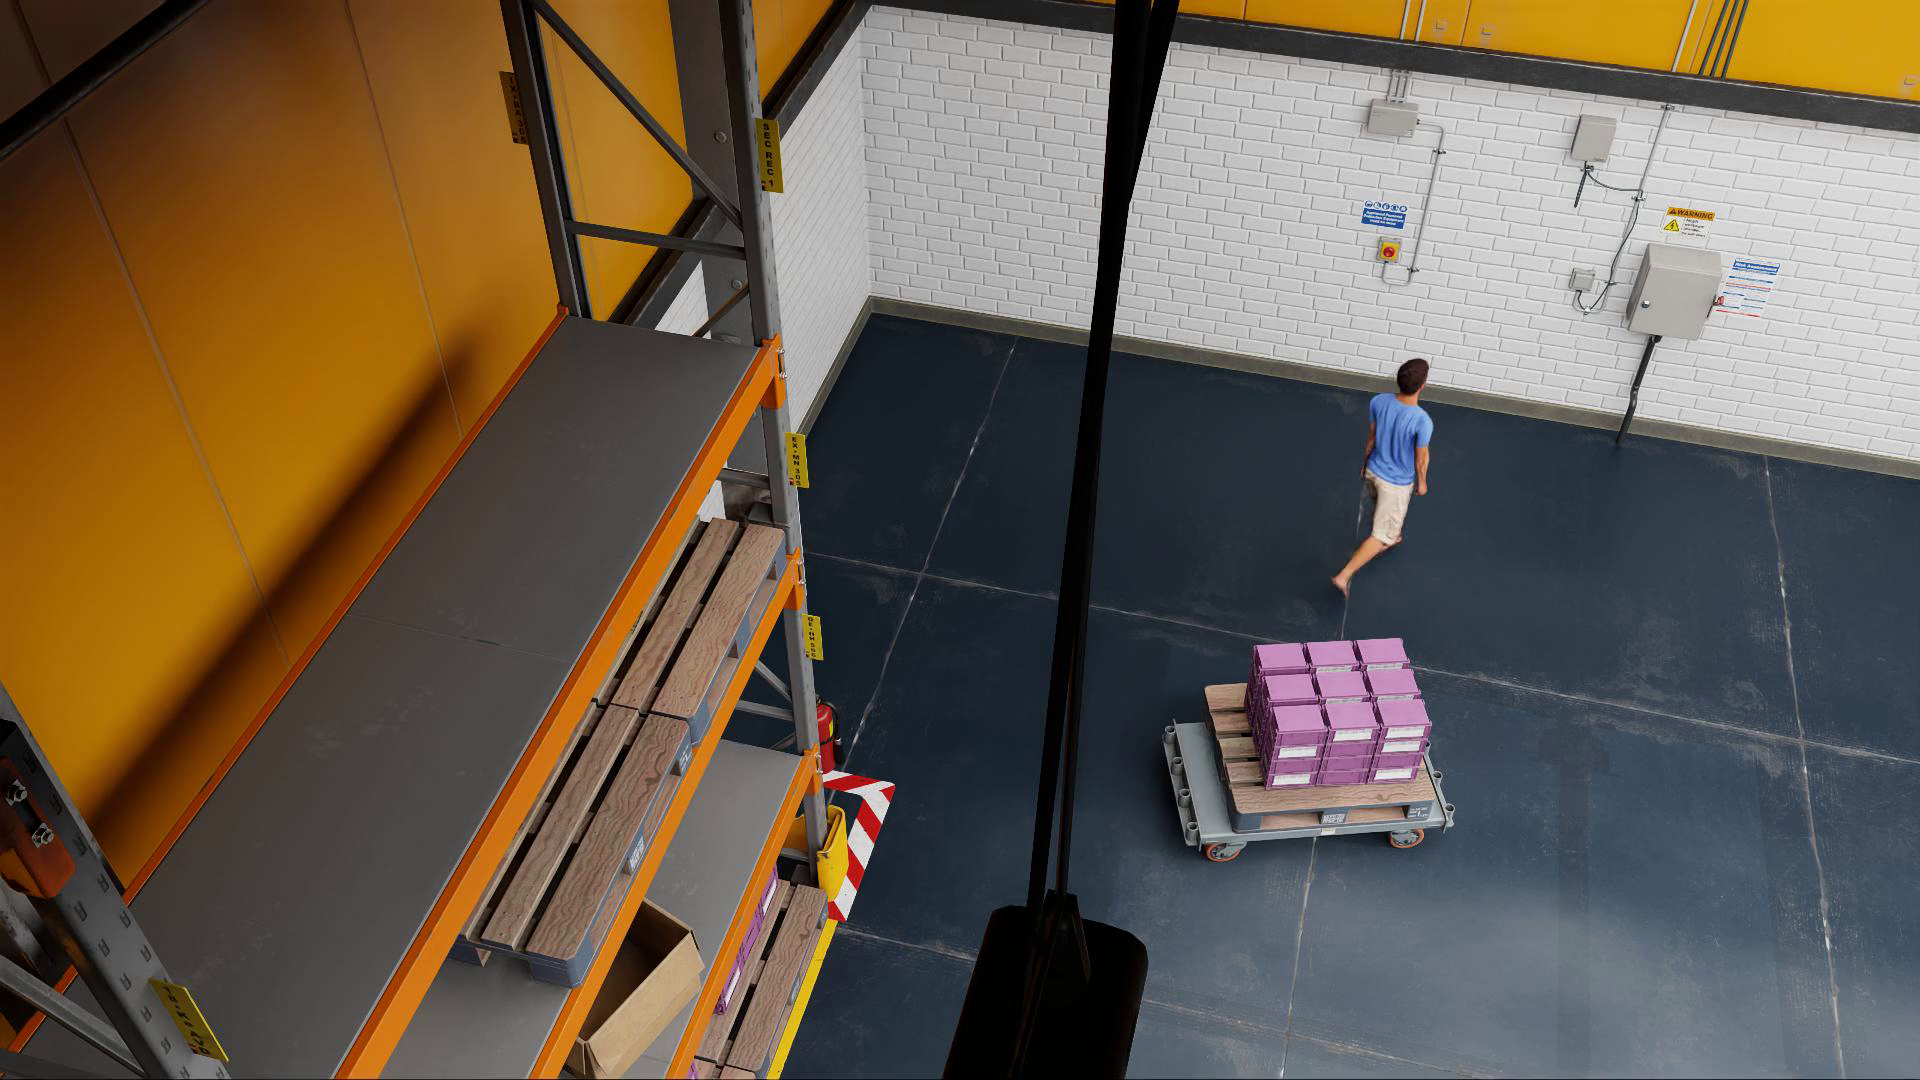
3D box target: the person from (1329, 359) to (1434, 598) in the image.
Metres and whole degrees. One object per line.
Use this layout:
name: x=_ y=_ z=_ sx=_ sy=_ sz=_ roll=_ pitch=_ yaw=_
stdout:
person: x=2.899 y=-0.399 z=11.364 sx=1.203 sy=1.839 sz=1.089 roll=-26 pitch=50 yaw=-25
